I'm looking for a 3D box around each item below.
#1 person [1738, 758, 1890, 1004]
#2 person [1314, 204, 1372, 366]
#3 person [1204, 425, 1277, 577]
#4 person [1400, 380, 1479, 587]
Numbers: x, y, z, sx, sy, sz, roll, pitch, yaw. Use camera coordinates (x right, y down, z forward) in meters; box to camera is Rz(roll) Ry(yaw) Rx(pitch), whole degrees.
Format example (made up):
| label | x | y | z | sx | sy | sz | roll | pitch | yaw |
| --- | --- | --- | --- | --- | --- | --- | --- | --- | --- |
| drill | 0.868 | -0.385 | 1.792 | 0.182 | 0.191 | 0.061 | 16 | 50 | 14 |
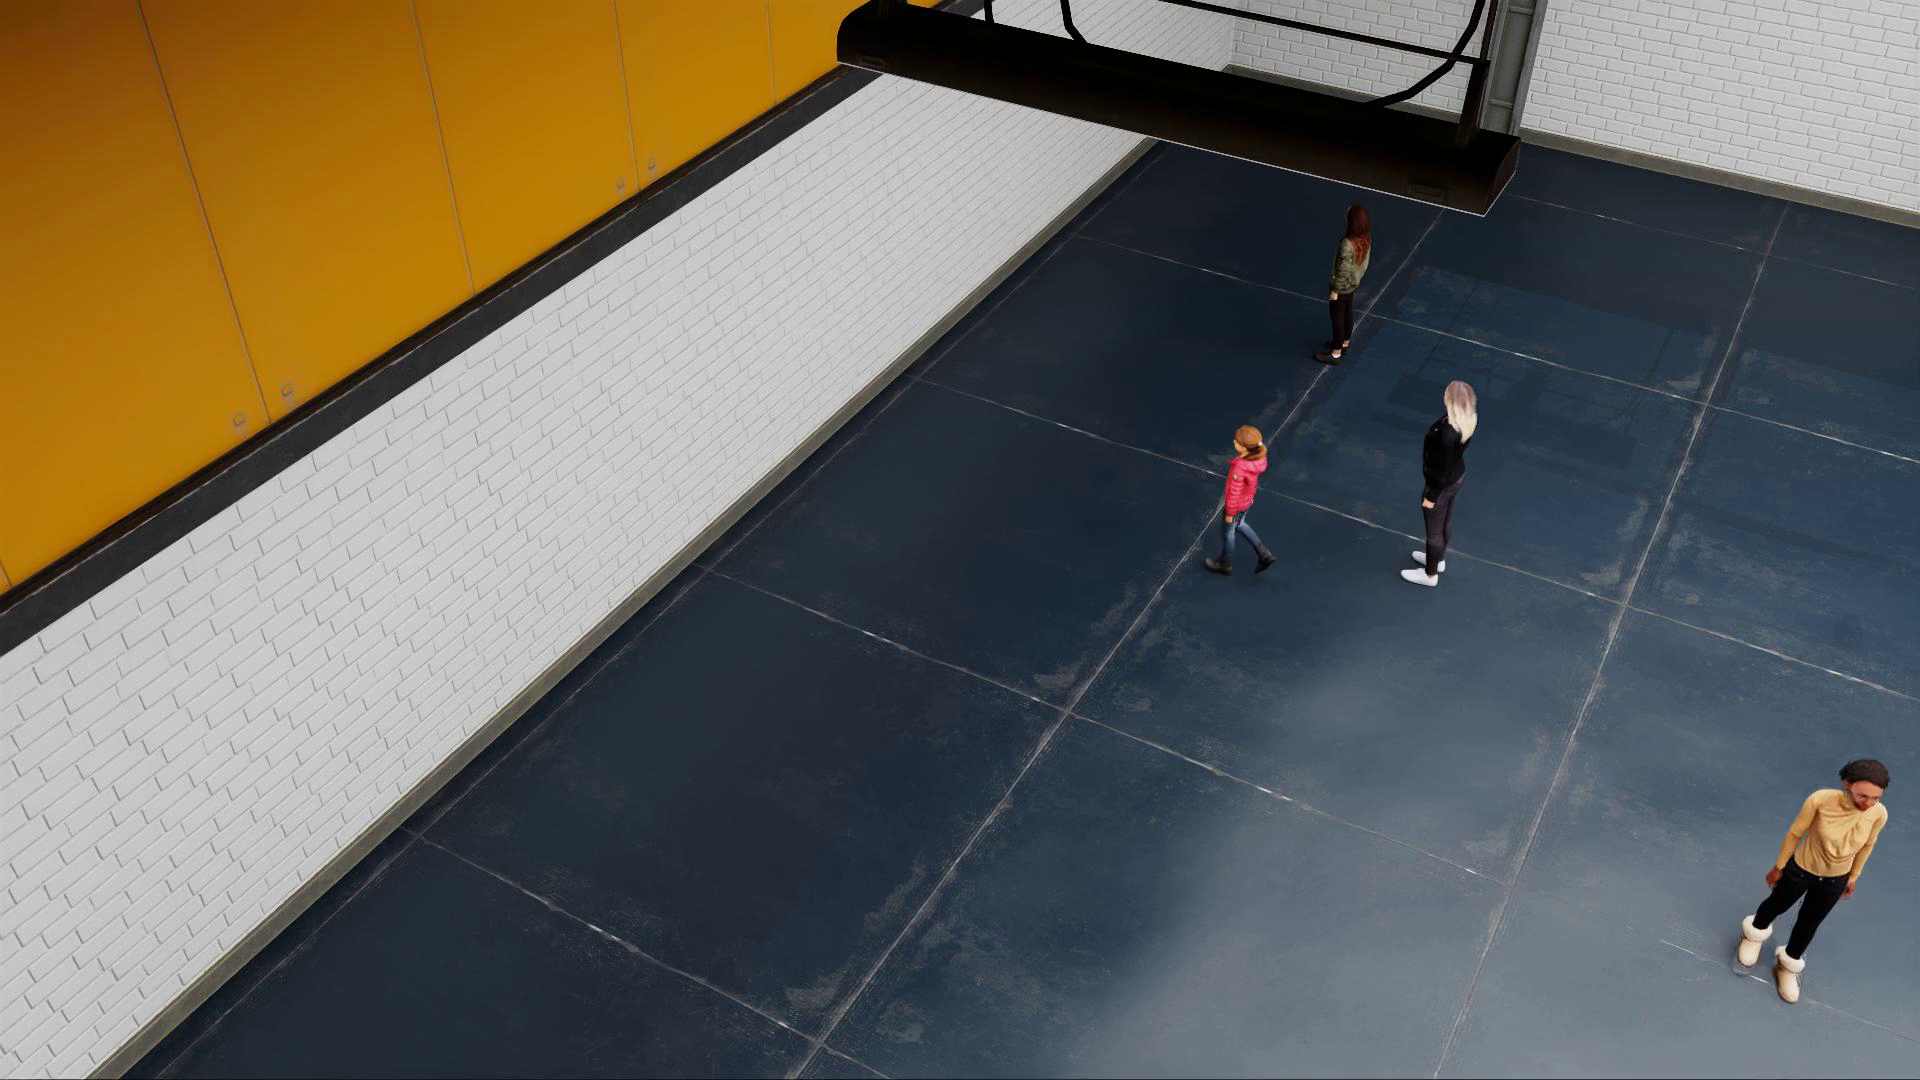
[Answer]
| label | x | y | z | sx | sy | sz | roll | pitch | yaw |
| --- | --- | --- | --- | --- | --- | --- | --- | --- | --- |
| person | 4.676 | 1.783 | 9.083 | 0.735 | 1.662 | 0.758 | 13 | 40 | 16 |
| person | 3.295 | -2.194 | 14.213 | 0.512 | 1.475 | 0.594 | 23 | 44 | 26 |
| person | 2.056 | -0.244 | 11.908 | 0.732 | 1.305 | 0.515 | 21 | 43 | 24 |
| person | 3.439 | -0.398 | 11.796 | 0.537 | 1.685 | 0.619 | 22 | 44 | 25 |
